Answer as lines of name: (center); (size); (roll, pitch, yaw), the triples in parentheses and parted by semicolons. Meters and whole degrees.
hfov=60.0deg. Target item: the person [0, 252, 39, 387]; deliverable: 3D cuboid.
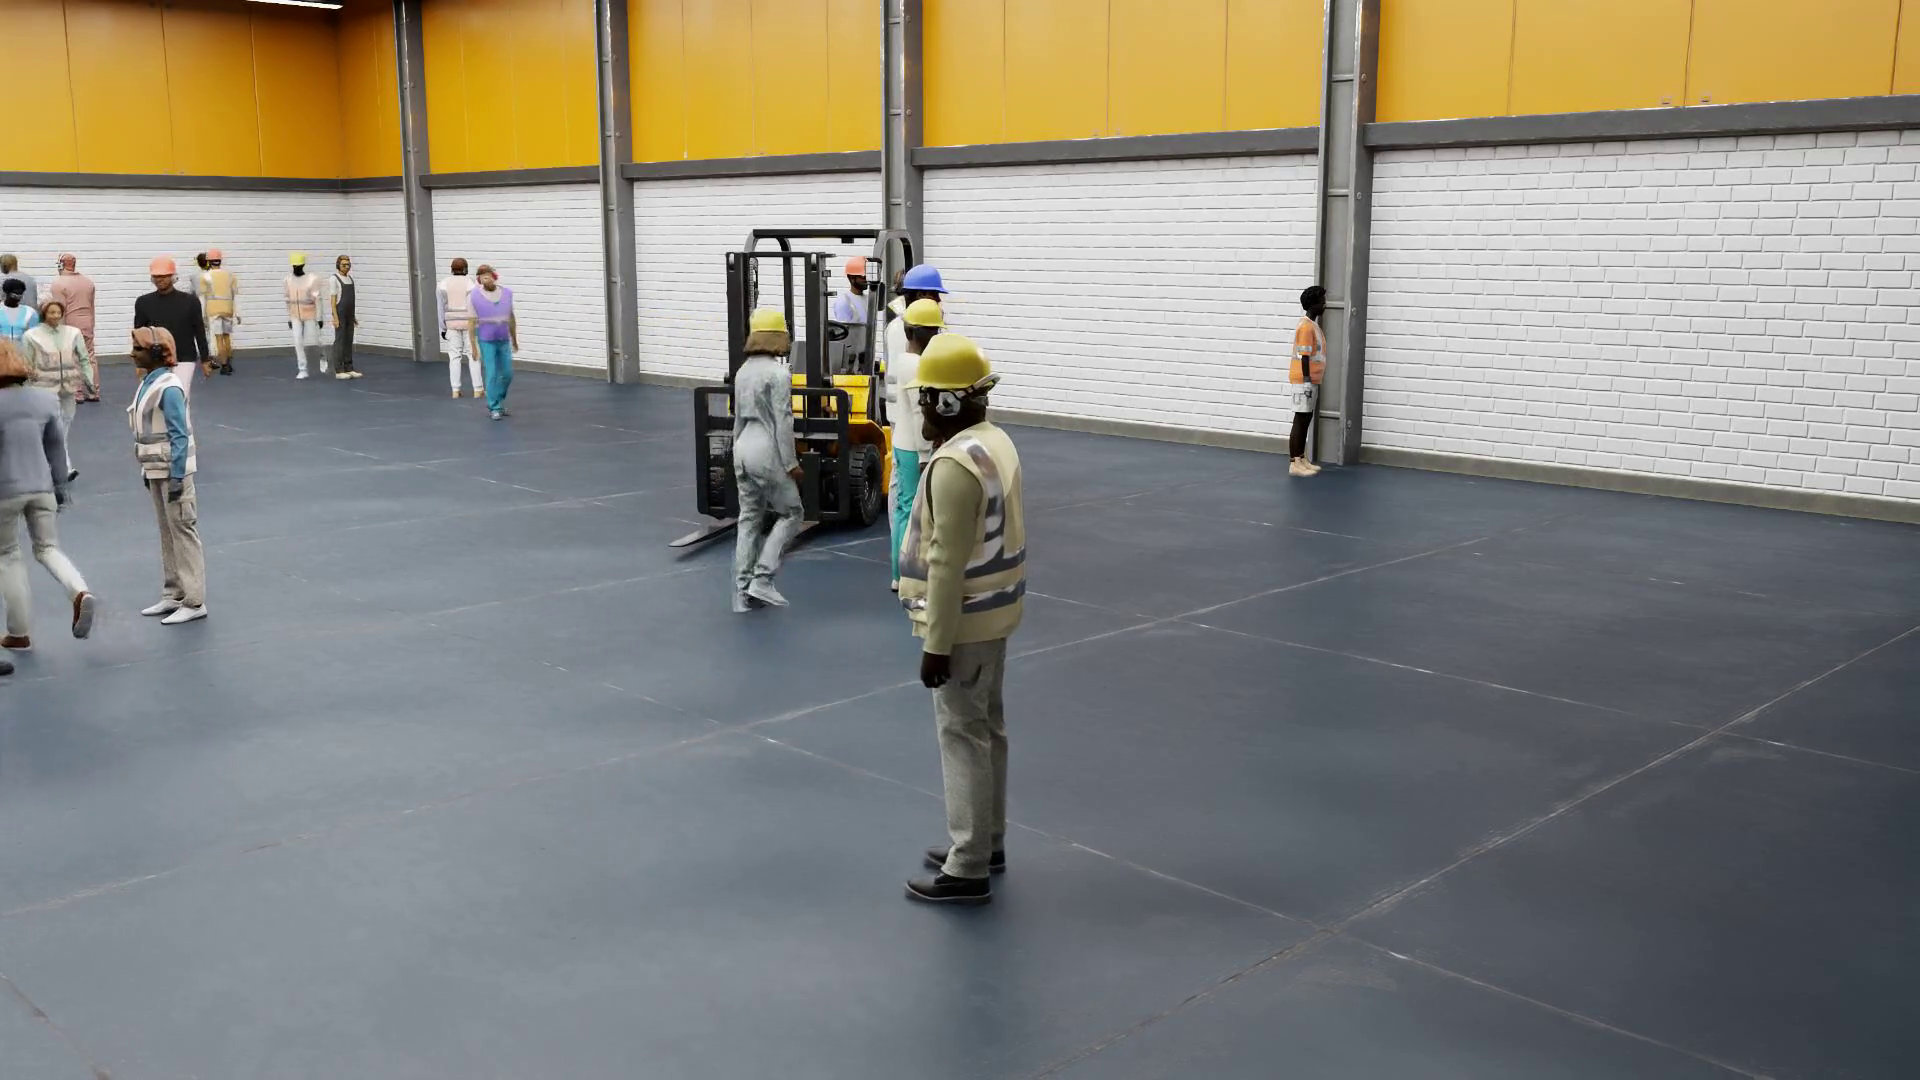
person: (-12.283, -2.820, 21.866); (0.578, 1.915, 0.672); (2, 11, 9)

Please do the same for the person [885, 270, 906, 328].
person: (-0.478, -1.807, 16.717); (0.630, 1.794, 0.997); (-5, 12, -27)

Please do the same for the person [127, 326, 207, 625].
person: (-4.384, -0.359, 9.191); (0.313, 1.642, 0.513); (-9, 14, -40)

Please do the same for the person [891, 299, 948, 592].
person: (-0.232, -0.527, 9.772); (0.330, 1.765, 0.533); (-2, 11, -11)

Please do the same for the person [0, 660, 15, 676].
person: (-4.768, -0.259, 7.840); (0.380, 1.934, 0.551); (0, 10, 1)

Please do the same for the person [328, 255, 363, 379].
person: (-9.176, -3.323, 24.809); (0.346, 1.842, 0.505); (3, 11, 16)

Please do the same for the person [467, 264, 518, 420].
person: (-5.425, -2.283, 19.242); (0.635, 1.803, 0.627); (-9, 14, -40)

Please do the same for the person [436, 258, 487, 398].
person: (-6.536, -2.785, 21.893); (0.619, 1.838, 0.430); (0, 10, -1)

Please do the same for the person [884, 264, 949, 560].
person: (-0.276, -0.803, 10.785); (0.402, 1.944, 0.605); (-6, 12, -29)

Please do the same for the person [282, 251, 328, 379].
person: (-9.809, -3.377, 24.950); (0.597, 1.900, 0.637); (1, 10, 4)

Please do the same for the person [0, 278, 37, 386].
person: (-10.311, -2.003, 18.052); (0.600, 1.666, 0.423); (-9, 13, -39)

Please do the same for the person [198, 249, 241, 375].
person: (-11.382, -3.490, 25.498); (0.577, 1.917, 0.609); (-10, 14, -43)

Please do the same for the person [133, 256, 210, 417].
person: (-7.542, -1.744, 15.923); (0.642, 1.946, 1.033); (-1, 10, -5)

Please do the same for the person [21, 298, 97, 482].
person: (-7.834, -1.303, 14.492); (0.880, 1.585, 0.513); (8, 13, 38)

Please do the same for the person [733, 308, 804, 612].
person: (-1.113, -0.445, 9.439); (0.446, 1.712, 0.512); (-9, 14, -40)

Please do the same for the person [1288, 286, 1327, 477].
person: (3.094, -1.413, 14.808); (0.320, 1.694, 0.531); (4, 11, 20)

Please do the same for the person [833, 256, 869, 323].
person: (-0.950, -1.702, 15.703); (0.357, 1.936, 0.551); (5, 12, 27)

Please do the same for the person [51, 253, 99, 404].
person: (-11.263, -2.679, 21.113); (0.403, 1.911, 0.637); (3, 11, 15)

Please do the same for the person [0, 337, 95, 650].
person: (-4.749, -0.220, 8.480); (0.530, 1.620, 0.511); (6, 12, 32)

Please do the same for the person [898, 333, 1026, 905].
person: (0.004, 0.253, 5.365); (0.403, 1.824, 0.593); (3, 11, 14)

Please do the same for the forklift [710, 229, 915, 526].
forklift: (-1.050, -1.319, 12.920); (1.214, 2.155, 2.313); (2, 11, 13)

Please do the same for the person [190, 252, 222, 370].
person: (-11.947, -3.637, 26.476); (0.549, 1.855, 0.386); (1, 10, 8)
